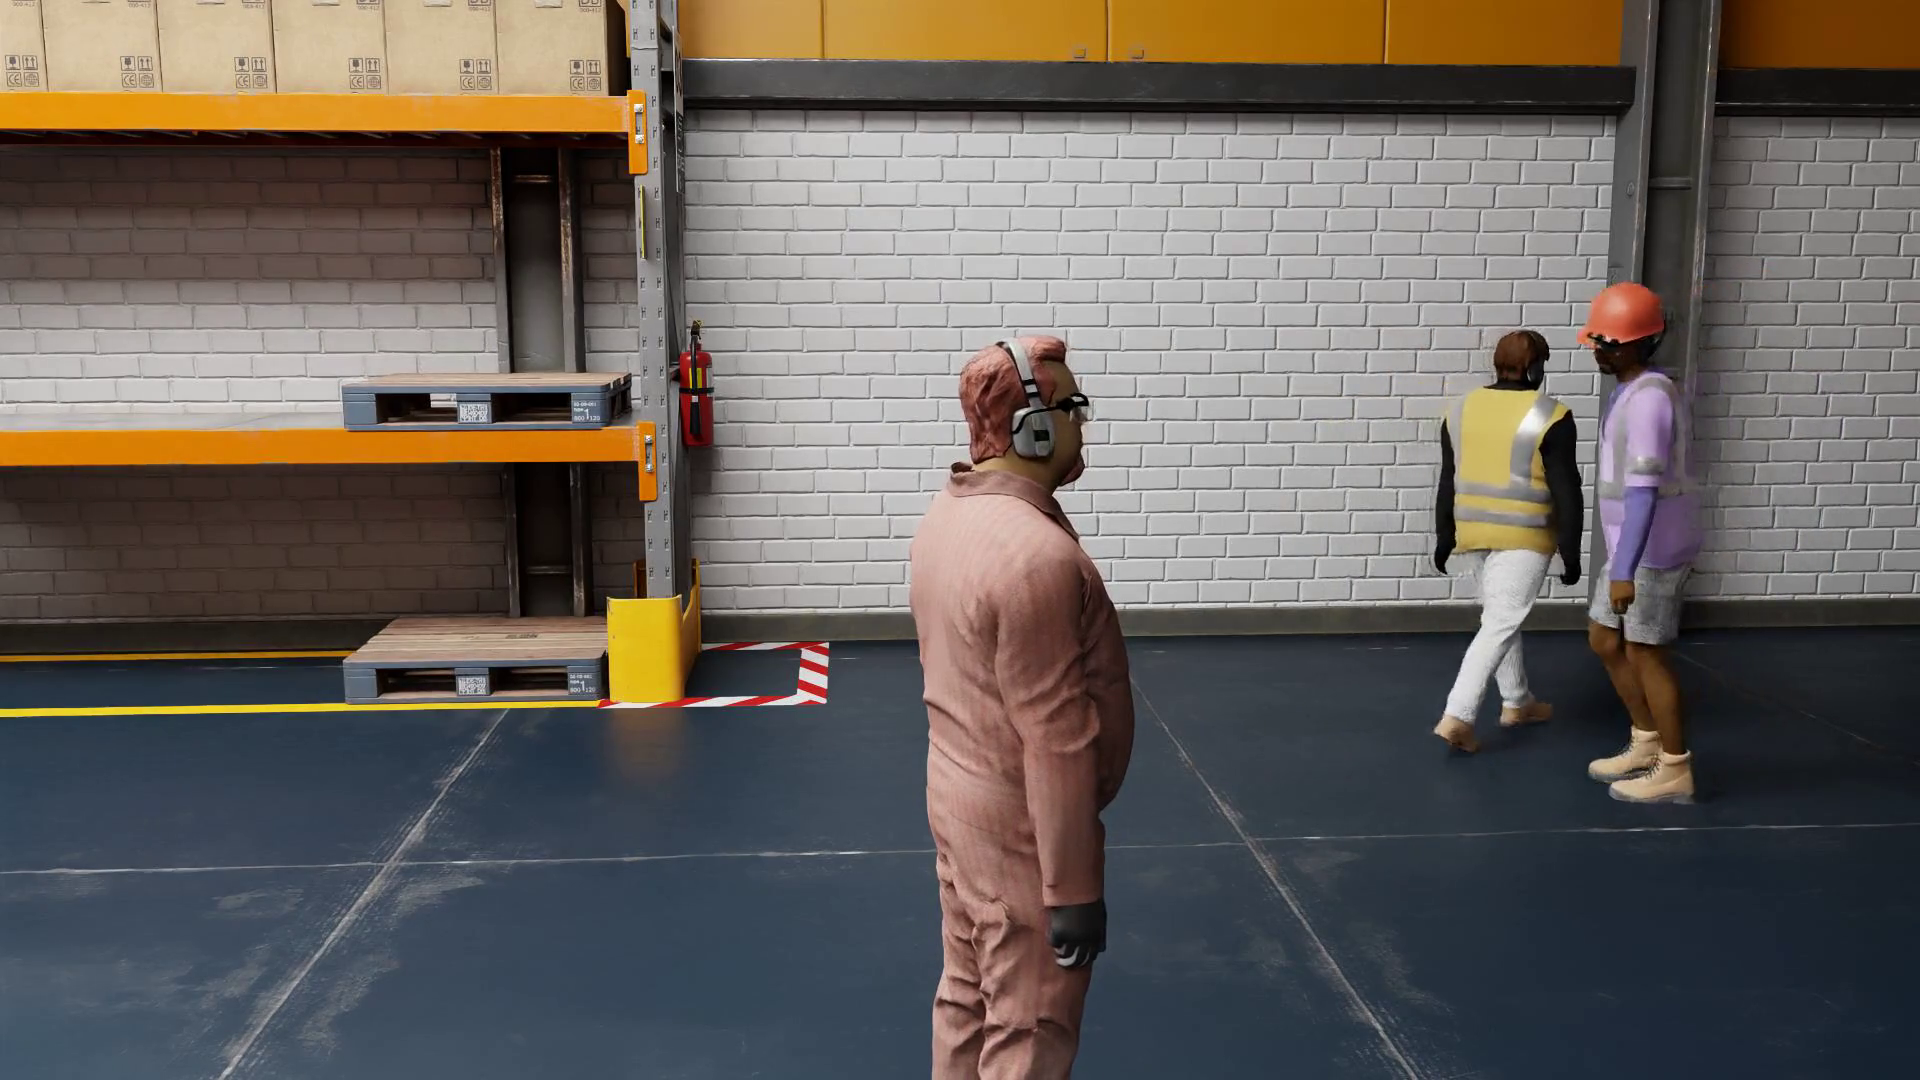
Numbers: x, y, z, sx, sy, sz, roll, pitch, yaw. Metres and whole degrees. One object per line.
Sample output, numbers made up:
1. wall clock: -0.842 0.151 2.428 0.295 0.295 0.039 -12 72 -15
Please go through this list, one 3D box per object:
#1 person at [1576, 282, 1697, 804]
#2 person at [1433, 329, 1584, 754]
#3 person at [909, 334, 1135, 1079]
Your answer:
1. person: 2.569 0.032 6.286 0.593 1.995 0.625 2 9 11
2. person: 2.333 -0.003 7.159 0.952 1.803 0.644 -6 11 -34
3. person: 0.133 0.564 3.223 0.411 1.913 0.643 -3 10 -19
